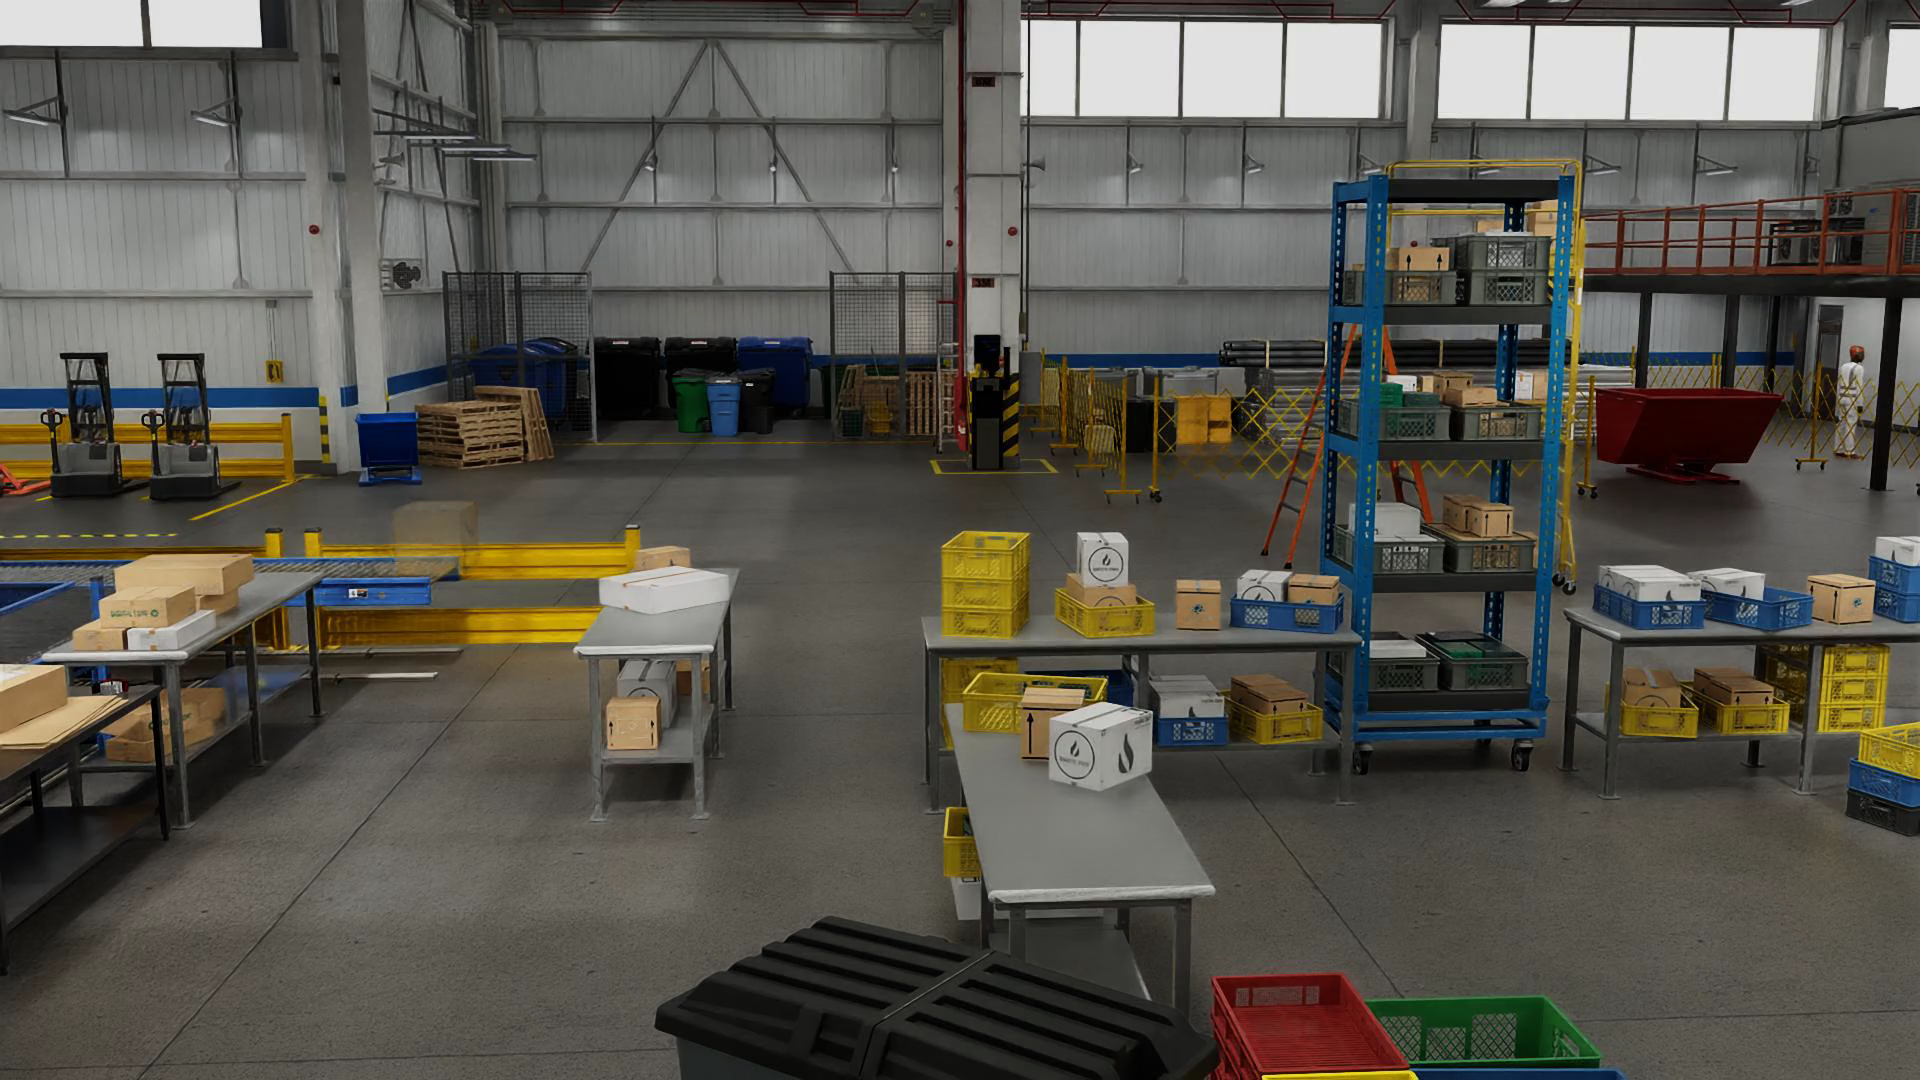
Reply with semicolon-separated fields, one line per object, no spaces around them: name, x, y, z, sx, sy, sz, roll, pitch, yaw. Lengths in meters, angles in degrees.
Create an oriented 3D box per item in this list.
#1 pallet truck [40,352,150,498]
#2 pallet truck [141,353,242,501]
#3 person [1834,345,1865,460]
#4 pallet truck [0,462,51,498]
pallet truck;-11.907;-1.642;23.165;0.823;1.965;1.885;0;9;0
pallet truck;-10.520;-1.604;22.925;0.823;1.965;1.885;-1;9;-6
person;14.670;-2.259;27.385;0.353;1.886;0.573;-1;9;-4
pallet truck;-13.193;-1.293;23.148;0.653;1.274;1.630;-1;9;-4
